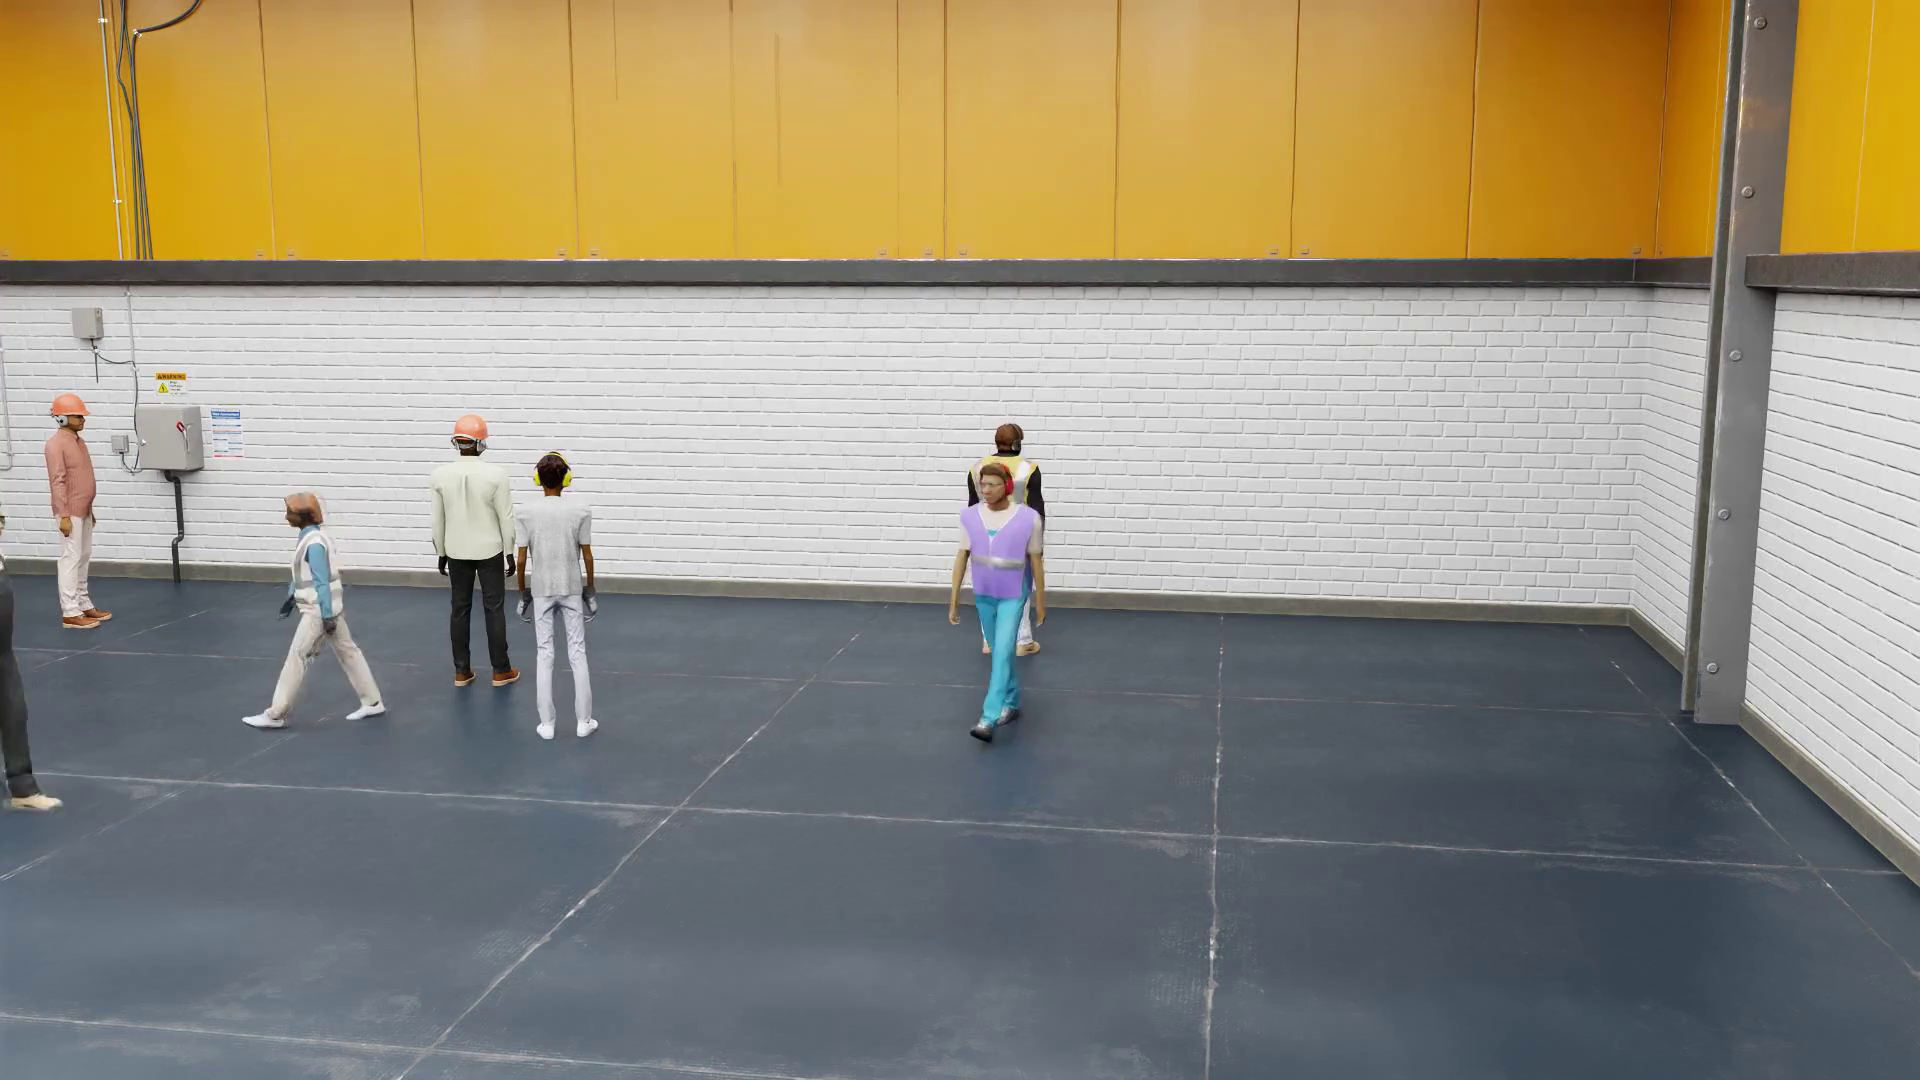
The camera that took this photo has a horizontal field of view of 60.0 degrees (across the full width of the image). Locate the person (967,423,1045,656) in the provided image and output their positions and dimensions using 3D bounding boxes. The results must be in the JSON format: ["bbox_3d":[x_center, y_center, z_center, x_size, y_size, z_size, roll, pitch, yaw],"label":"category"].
[{"bbox_3d":[0.380,-0.006,13.156,0.633,1.839,0.429,4,10,23],"label":"person"}]

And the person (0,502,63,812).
[{"bbox_3d":[-5.494,0.644,9.205,0.785,1.827,0.519,0,9,0],"label":"person"}]

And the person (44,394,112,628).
[{"bbox_3d":[-7.543,-0.252,14.188,0.383,1.993,0.622,-1,9,-9],"label":"person"}]

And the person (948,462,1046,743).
[{"bbox_3d":[0.212,0.395,10.811,0.585,1.793,0.963,5,10,27],"label":"person"}]

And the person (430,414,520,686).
[{"bbox_3d":[-3.532,0.081,12.136,0.609,1.995,0.378,0,9,2],"label":"person"}]

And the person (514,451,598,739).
[{"bbox_3d":[-2.622,0.360,10.800,0.513,1.872,0.331,-2,9,-11],"label":"person"}]

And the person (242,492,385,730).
[{"bbox_3d":[-4.291,0.465,11.042,0.895,1.583,0.501,-3,10,-19],"label":"person"}]
